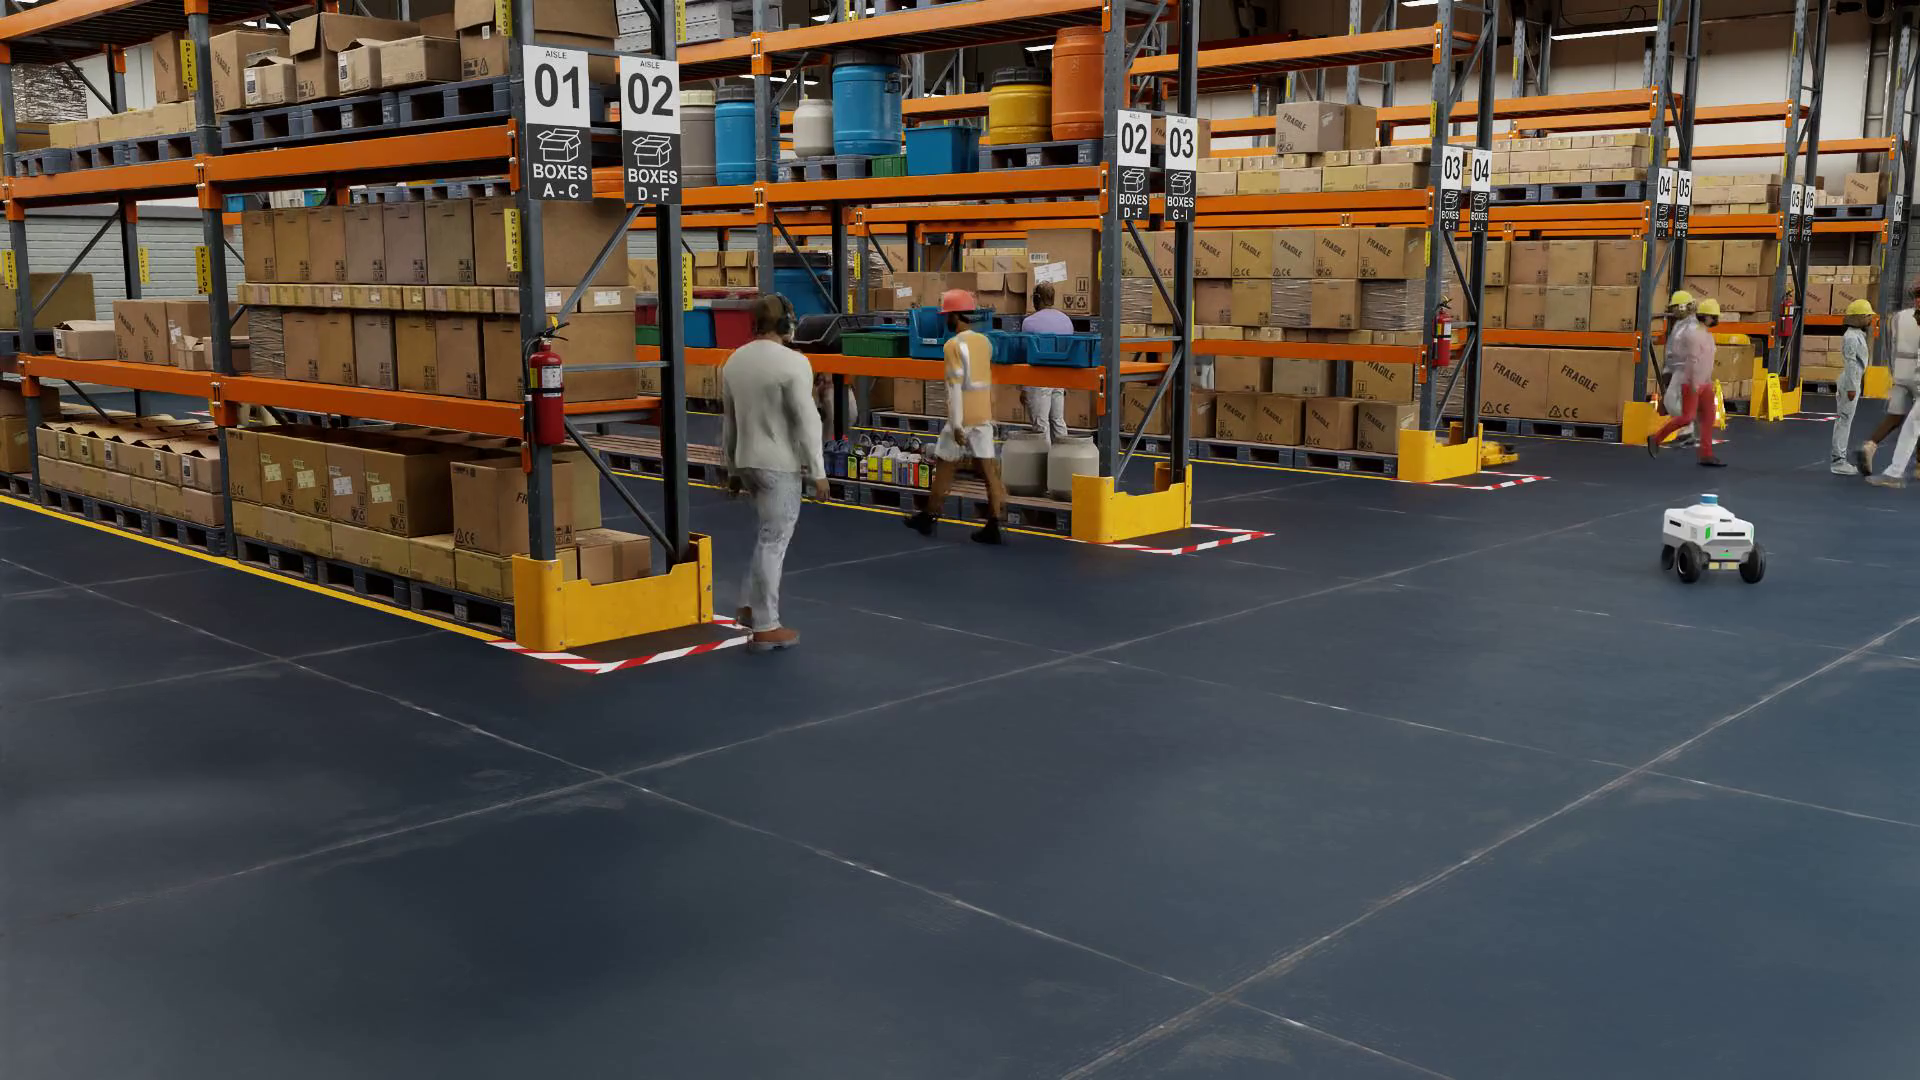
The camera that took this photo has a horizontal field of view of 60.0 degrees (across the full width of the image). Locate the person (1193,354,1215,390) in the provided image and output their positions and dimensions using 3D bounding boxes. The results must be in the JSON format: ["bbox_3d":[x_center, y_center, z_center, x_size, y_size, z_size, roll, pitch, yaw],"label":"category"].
[{"bbox_3d":[3.067,-2.223,21.295,0.545,1.611,0.548,6,11,33],"label":"person"}]

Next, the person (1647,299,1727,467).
[{"bbox_3d":[7.662,-1.652,17.406,0.522,1.738,0.716,-8,12,-40],"label":"person"}]

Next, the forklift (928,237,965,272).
[{"bbox_3d":[-0.326,-5.817,39.609,1.129,2.768,1.873,9,13,43],"label":"forklift"}]

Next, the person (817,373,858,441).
[{"bbox_3d":[-1.304,-1.602,17.475,0.536,1.624,0.366,-9,13,-44],"label":"person"}]

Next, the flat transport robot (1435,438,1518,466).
[{"bbox_3d":[5.187,-0.976,17.910,1.431,0.197,0.652,9,13,44],"label":"flat transport robot"}]

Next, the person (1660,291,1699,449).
[{"bbox_3d":[8.276,-1.946,19.059,0.453,1.799,0.598,2,9,11],"label":"person"}]

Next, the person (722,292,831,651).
[{"bbox_3d":[-1.000,-0.368,9.009,0.480,1.923,0.646,-8,12,-41],"label":"person"}]

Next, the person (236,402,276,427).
[{"bbox_3d":[-7.214,-1.495,16.914,0.837,1.596,0.501,7,12,38],"label":"person"}]

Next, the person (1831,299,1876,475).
[{"bbox_3d":[8.996,-1.543,16.750,0.296,1.745,0.485,5,11,30],"label":"person"}]

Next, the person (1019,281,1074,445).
[{"bbox_3d":[0.800,-1.444,15.549,0.355,1.937,0.634,9,13,44],"label":"person"}]

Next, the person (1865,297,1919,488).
[{"bbox_3d":[9.157,-1.381,15.547,1.004,1.828,0.612,7,12,38],"label":"person"}]

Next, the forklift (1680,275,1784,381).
[{"bbox_3d":[12.480,-3.427,27.053,1.214,2.155,2.313,9,13,43],"label":"forklift"}]

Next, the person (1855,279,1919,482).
[{"bbox_3d":[9.145,-1.558,16.030,0.854,2.020,0.615,-3,10,-19],"label":"person"}]

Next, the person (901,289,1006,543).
[{"bbox_3d":[-0.026,-0.943,12.626,0.967,1.889,0.552,8,12,40],"label":"person"}]

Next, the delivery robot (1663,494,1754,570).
[{"bbox_3d":[5.016,-0.064,11.163,0.477,0.478,0.707,0,9,0],"label":"delivery robot"}]
